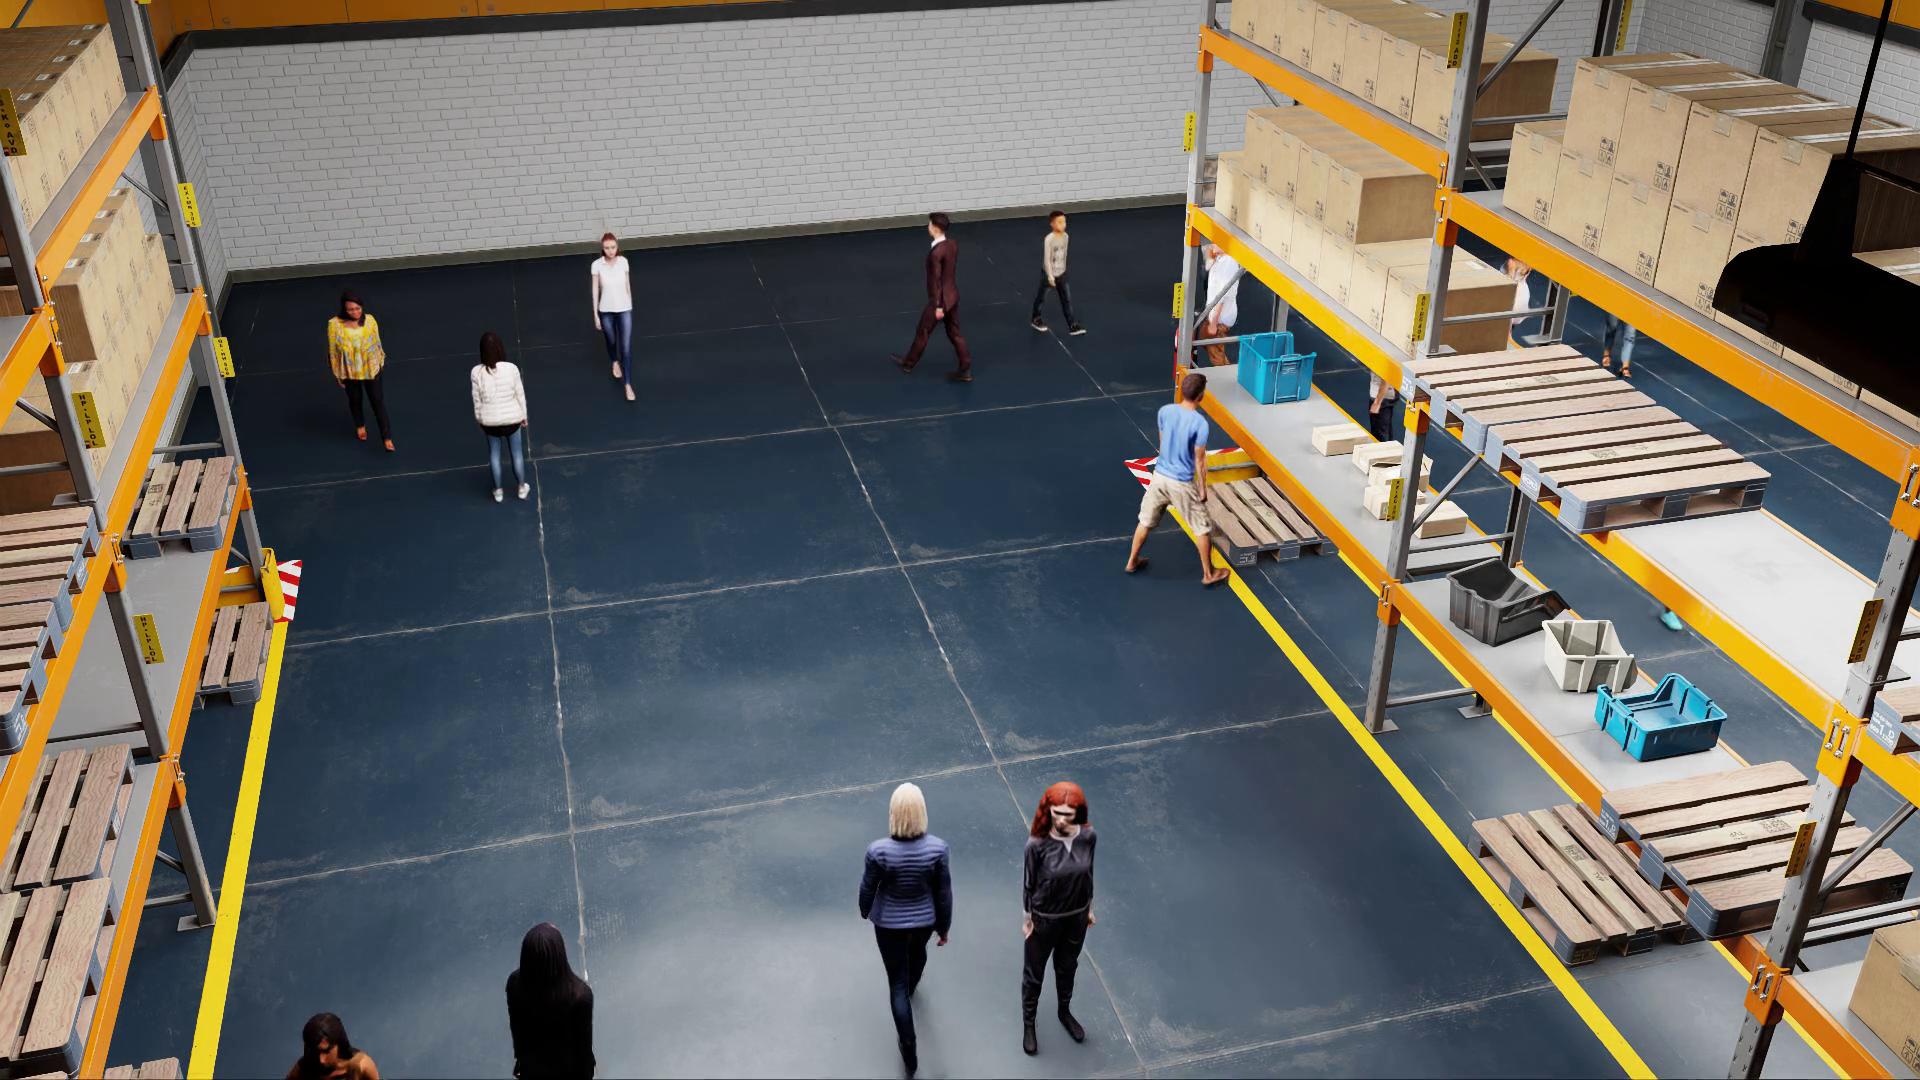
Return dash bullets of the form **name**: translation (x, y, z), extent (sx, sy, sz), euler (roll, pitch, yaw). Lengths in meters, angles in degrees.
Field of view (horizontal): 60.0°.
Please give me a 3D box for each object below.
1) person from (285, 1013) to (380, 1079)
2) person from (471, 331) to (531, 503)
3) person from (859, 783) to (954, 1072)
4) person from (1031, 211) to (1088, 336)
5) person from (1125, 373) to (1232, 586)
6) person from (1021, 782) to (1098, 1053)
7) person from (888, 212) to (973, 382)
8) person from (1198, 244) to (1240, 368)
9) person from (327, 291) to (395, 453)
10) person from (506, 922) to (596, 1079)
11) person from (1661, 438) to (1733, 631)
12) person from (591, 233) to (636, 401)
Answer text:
- **person**: translation (-2.929, 2.851, 7.970), extent (0.651, 1.640, 1.101), euler (-4, 29, -7)
- **person**: translation (-4.216, -1.099, 15.301), extent (0.620, 1.554, 0.540), euler (-7, 29, -12)
- **person**: translation (-0.292, 2.154, 9.182), extent (0.698, 1.702, 1.100), euler (-5, 29, -9)
- **person**: translation (1.015, -3.040, 18.991), extent (0.809, 1.428, 1.058), euler (-21, 35, -34)
- **person**: translation (1.848, -0.485, 13.901), extent (1.057, 1.816, 1.182), euler (21, 35, 34)
- **person**: translation (0.541, 2.073, 9.249), extent (0.585, 1.781, 0.503), euler (-9, 30, -15)
- **person**: translation (-0.105, -2.528, 17.642), extent (1.239, 1.821, 1.194), euler (14, 32, 24)
- **person**: translation (2.783, -2.356, 17.334), extent (0.834, 1.814, 0.717), euler (0, 29, 1)
- **person**: translation (-5.900, -1.659, 16.273), extent (0.859, 1.606, 1.122), euler (-14, 32, -24)
- **person**: translation (-2.011, 2.709, 8.198), extent (0.957, 1.670, 1.275), euler (5, 29, 8)
- **person**: translation (5.842, -0.072, 13.255), extent (0.595, 1.710, 0.615), euler (-5, 29, -9)
- **person**: translation (-3.661, -2.402, 17.547), extent (0.599, 1.691, 1.151), euler (-9, 30, -16)
